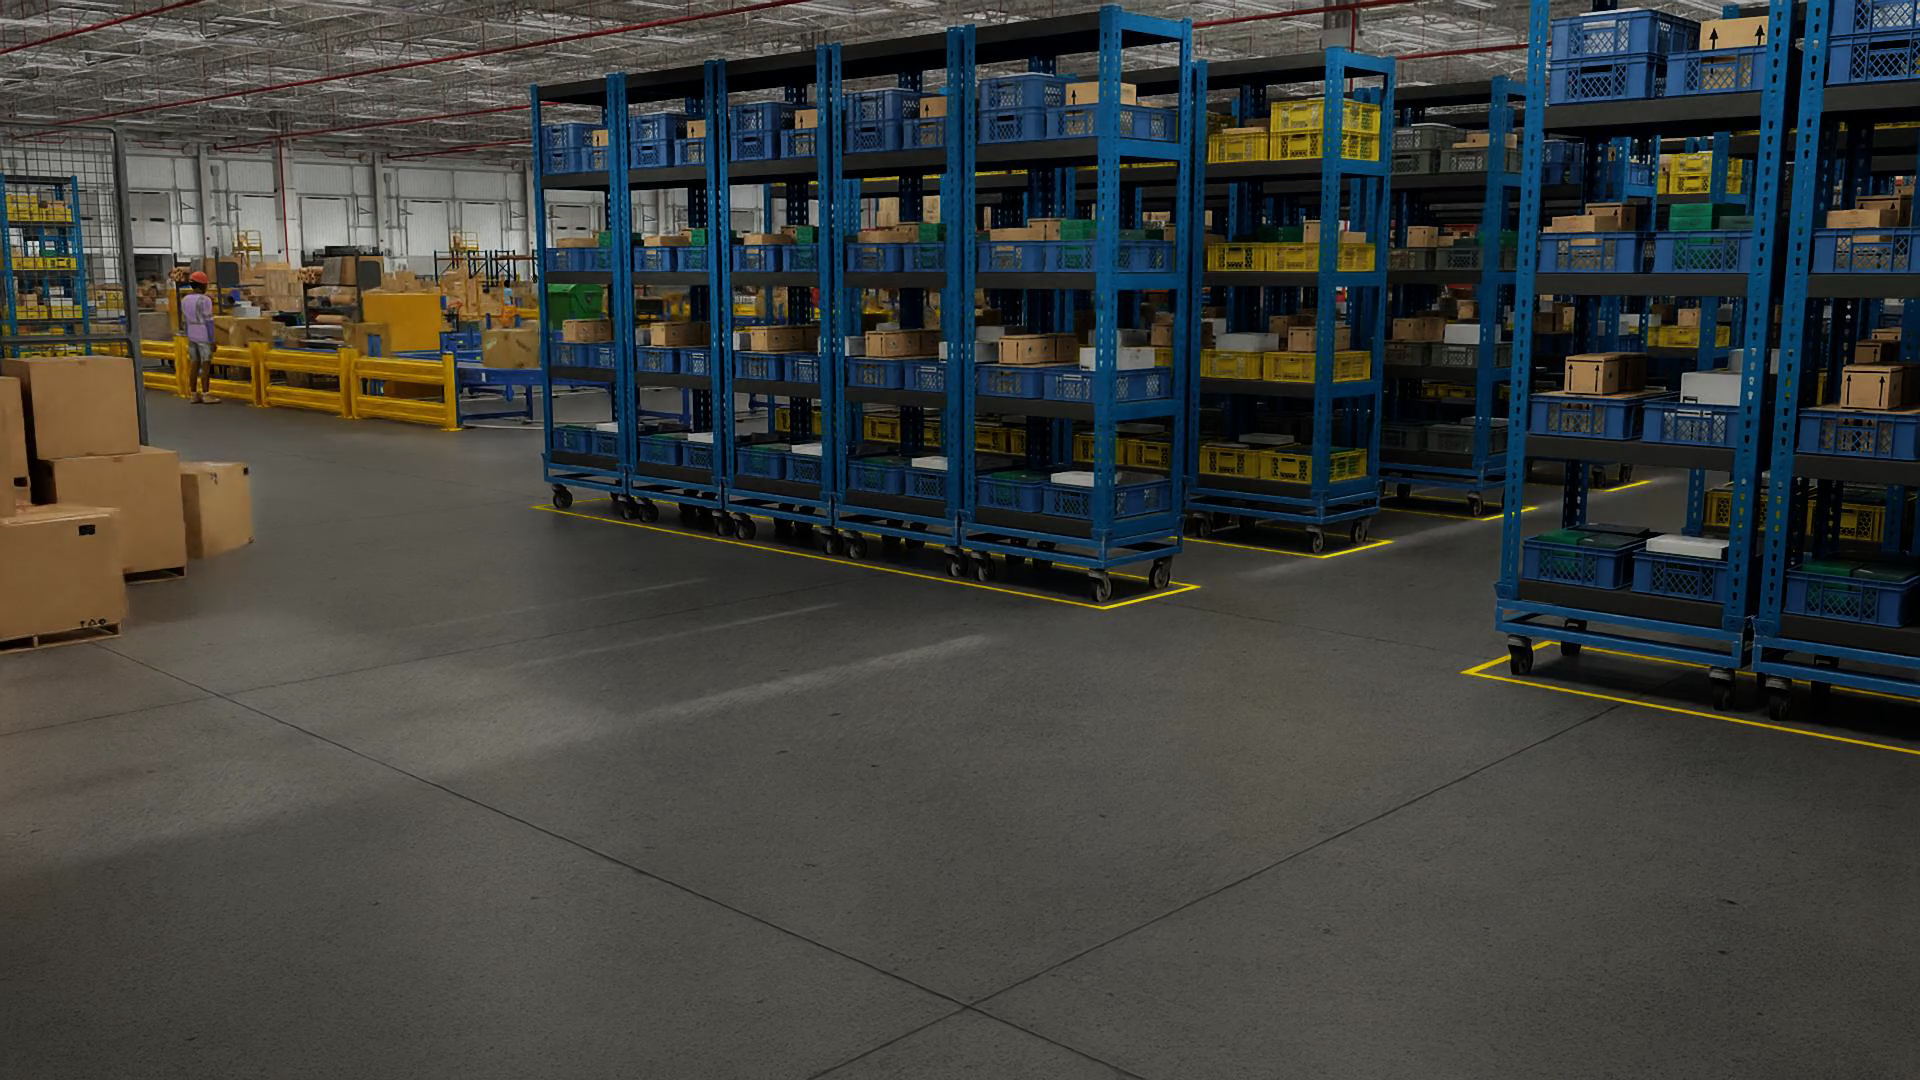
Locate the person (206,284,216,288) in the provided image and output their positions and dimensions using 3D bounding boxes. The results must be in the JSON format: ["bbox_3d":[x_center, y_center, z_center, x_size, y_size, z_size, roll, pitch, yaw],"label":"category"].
[{"bbox_3d":[-33.131,-10.799,73.473,0.942,1.807,0.634,1,9,5],"label":"person"}]

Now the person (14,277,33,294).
[{"bbox_3d":[-29.869,-7.541,53.113,0.540,1.930,0.389,-9,13,-43],"label":"person"}]

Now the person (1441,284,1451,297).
[{"bbox_3d":[14.174,-6.648,48.410,0.643,1.670,0.537,5,11,30],"label":"person"}]

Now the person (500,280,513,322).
[{"bbox_3d":[-15.882,-8.272,58.311,0.536,1.691,0.320,6,11,32],"label":"person"}]

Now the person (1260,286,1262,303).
[{"bbox_3d":[9.850,-7.967,55.804,0.545,1.909,0.914,6,11,33],"label":"person"}]

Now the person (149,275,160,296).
[{"bbox_3d":[-32.494,-9.751,66.976,0.509,1.826,0.635,3,10,18],"label":"person"}]

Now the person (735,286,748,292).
[{"bbox_3d":[-8.365,-9.176,62.773,0.707,2.000,0.736,-1,9,-5],"label":"person"}]

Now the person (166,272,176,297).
[{"bbox_3d":[-32.728,-10.159,69.111,0.372,1.940,0.627,-1,9,-7],"label":"person"}]

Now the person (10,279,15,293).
[{"bbox_3d":[-41.378,-10.711,72.465,0.406,1.945,0.613,-7,12,-37],"label":"person"}]

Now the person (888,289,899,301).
[{"bbox_3d":[-2.379,-8.651,59.687,0.371,1.997,0.622,4,10,21],"label":"person"}]

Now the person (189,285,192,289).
[{"bbox_3d":[-26.984,-8.397,58.539,0.526,1.868,0.351,7,12,37],"label":"person"}]

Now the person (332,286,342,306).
[{"bbox_3d":[-22.606,-8.669,60.111,0.722,1.895,0.580,0,9,-2],"label":"person"}]

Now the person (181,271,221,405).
[{"bbox_3d":[-11.617,-3.087,25.486,0.602,2.035,0.406,5,11,30],"label":"person"}]

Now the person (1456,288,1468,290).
[{"bbox_3d":[16.803,-8.041,55.844,0.648,2.026,0.448,-8,12,-40],"label":"person"}]

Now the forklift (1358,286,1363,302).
[{"bbox_3d":[11.100,-7.017,46.970,1.873,2.768,1.129,9,13,43],"label":"forklift"}]

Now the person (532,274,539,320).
[{"bbox_3d":[-15.835,-8.980,62.104,0.531,1.867,0.316,7,12,37],"label":"person"}]

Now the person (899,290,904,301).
[{"bbox_3d":[-1.905,-8.153,57.808,0.503,1.607,0.756,-7,11,-36],"label":"person"}]
